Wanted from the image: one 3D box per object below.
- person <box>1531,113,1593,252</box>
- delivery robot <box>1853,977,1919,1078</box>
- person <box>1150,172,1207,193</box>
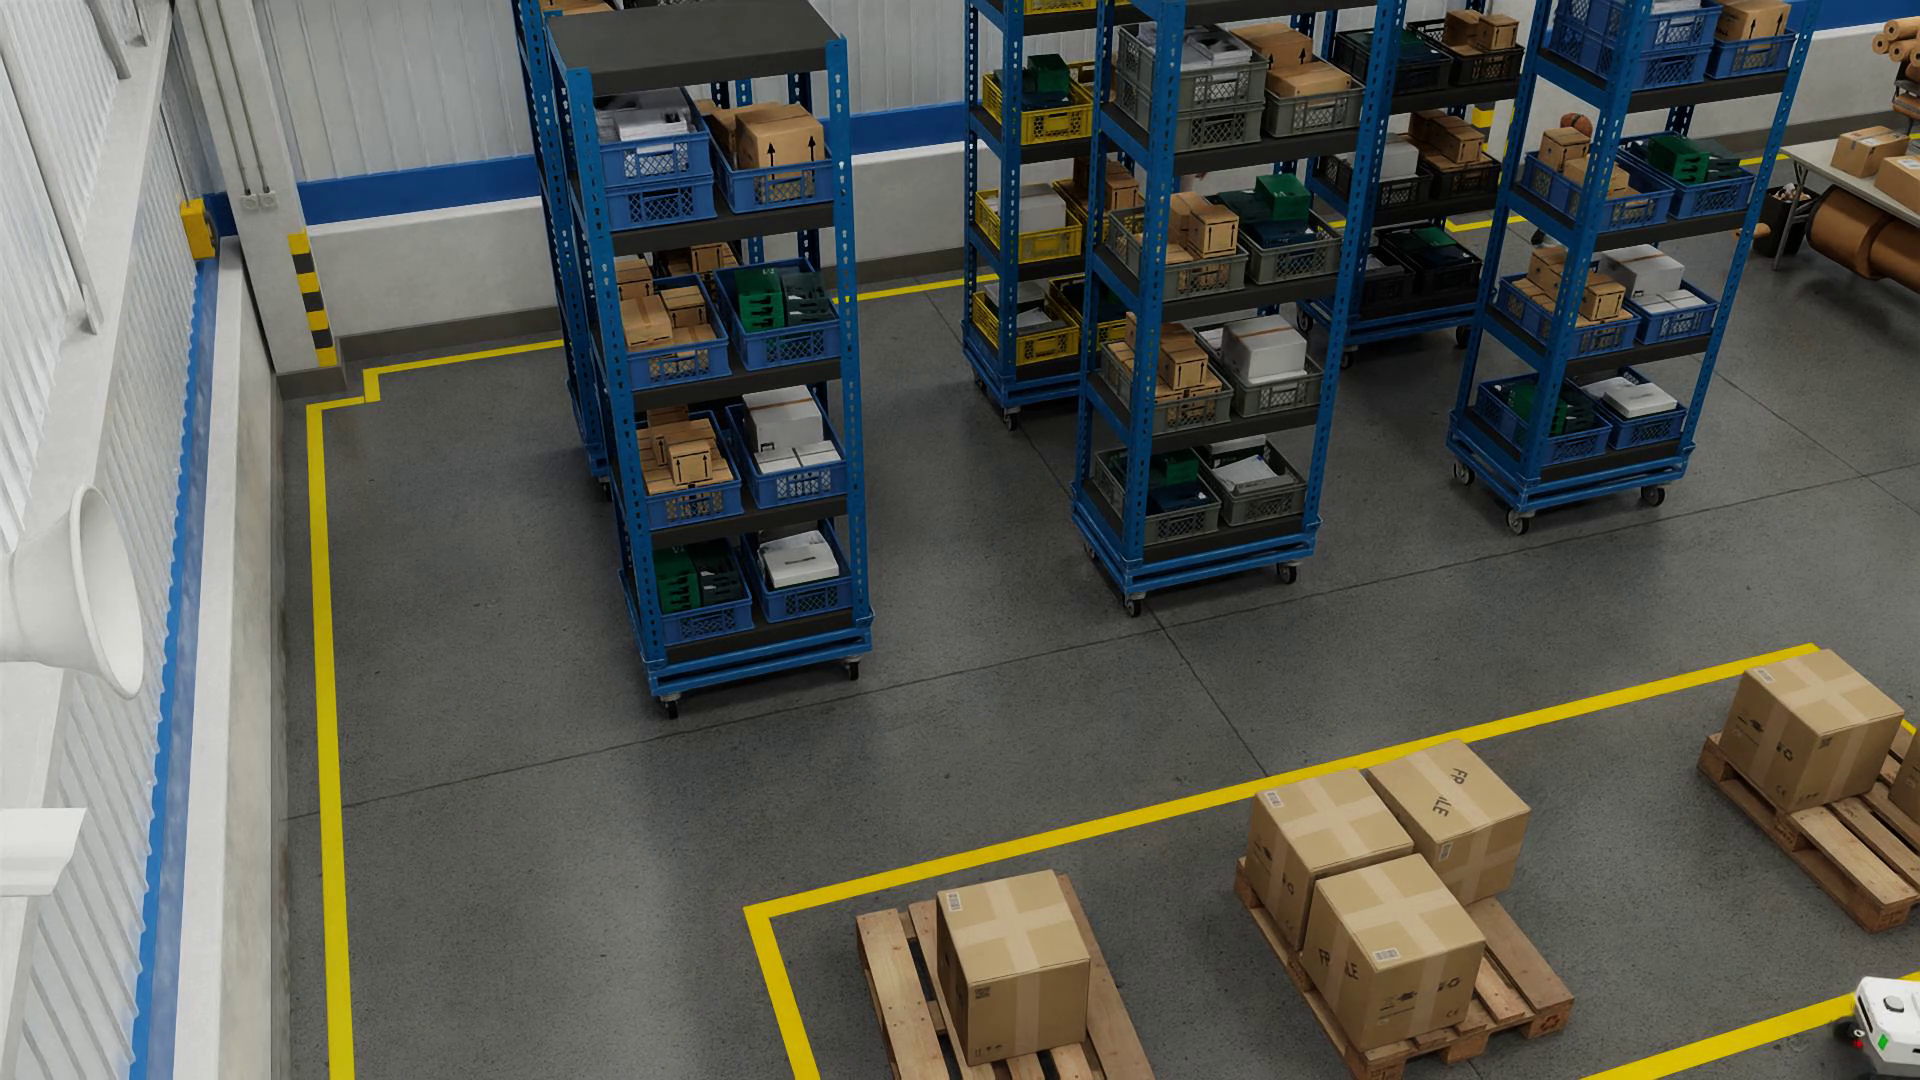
[{"bbox_3d":[4.351,-2.312,12.128,0.307,1.640,0.519,27,43,33],"label":"person"},{"bbox_3d":[4.087,2.009,6.859,0.707,0.478,0.477,4,35,6],"label":"delivery robot"},{"bbox_3d":[1.645,-2.860,12.602,0.609,1.996,0.383,-26,43,-32],"label":"person"}]
